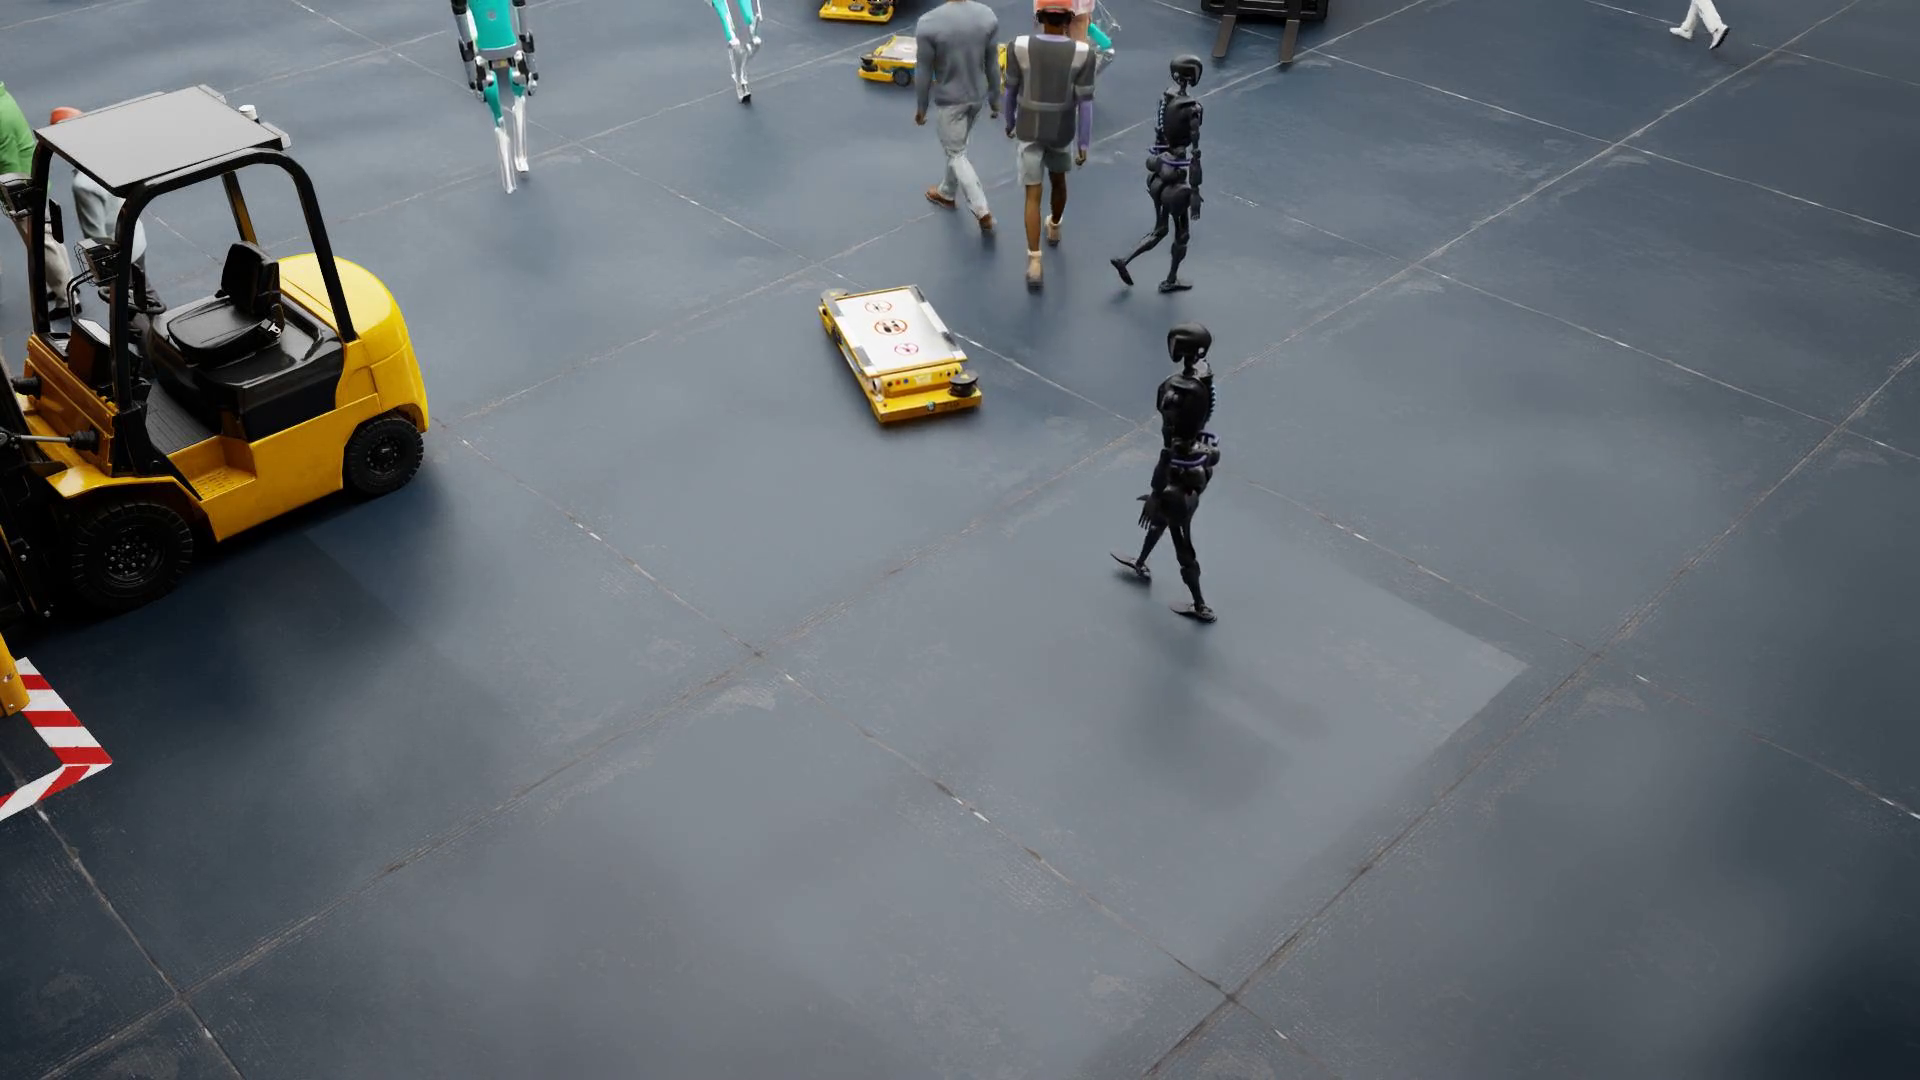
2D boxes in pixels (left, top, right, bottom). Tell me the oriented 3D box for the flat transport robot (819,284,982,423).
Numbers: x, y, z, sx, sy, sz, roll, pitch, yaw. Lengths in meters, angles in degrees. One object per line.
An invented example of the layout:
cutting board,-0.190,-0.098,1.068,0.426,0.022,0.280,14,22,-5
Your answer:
flat transport robot,-0.406,-1.233,10.648,0.659,0.231,1.431,-12,38,-15

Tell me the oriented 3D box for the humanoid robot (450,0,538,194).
humanoid robot,-3.458,-3.519,12.500,0.546,1.802,0.791,-12,38,-15

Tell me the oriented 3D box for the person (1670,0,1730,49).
person,6.768,-5.205,14.827,0.519,1.619,0.652,-16,39,-20

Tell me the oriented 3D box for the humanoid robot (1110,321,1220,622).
humanoid robot,1.041,-0.350,8.309,0.691,1.635,0.606,17,40,22

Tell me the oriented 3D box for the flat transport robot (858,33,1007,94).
flat transport robot,-0.116,-4.177,14.588,1.431,0.231,0.659,9,38,12

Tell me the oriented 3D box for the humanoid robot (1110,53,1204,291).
humanoid robot,1.333,-2.401,11.037,0.573,1.628,0.599,-13,39,-16

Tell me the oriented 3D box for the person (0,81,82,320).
person,-6.124,-2.299,10.817,0.385,1.776,0.546,-16,40,-20

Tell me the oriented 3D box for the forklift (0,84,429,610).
forklift,-4.145,-1.093,8.856,2.313,2.155,1.214,-31,47,-34

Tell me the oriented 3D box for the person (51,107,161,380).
person,-5.183,-1.809,10.189,0.345,1.740,0.573,-2,37,-3

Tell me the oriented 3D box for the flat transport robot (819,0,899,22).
flat transport robot,-0.876,-5.379,16.197,0.659,0.231,1.431,6,37,8

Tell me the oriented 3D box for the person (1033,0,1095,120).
person,0.843,-4.245,13.415,0.522,1.781,0.407,-7,37,-9

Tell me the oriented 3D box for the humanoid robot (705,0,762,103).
humanoid robot,-1.874,-4.548,13.930,0.546,1.865,0.826,-14,39,-18

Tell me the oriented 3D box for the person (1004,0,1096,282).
person,0.597,-2.791,11.299,0.605,1.995,1.027,0,37,0

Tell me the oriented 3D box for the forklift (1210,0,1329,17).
forklift,3.106,-6.400,15.960,1.214,2.155,2.313,8,37,10

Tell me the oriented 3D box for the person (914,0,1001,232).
person,0.020,-3.127,11.837,0.635,1.898,0.877,-23,42,-27

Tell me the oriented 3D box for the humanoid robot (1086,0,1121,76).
humanoid robot,1.071,-4.446,13.765,0.678,1.840,0.550,-3,37,-4

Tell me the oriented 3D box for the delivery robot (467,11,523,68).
delivery robot,-4.133,-4.400,14.663,0.499,0.612,0.814,-12,38,-16
